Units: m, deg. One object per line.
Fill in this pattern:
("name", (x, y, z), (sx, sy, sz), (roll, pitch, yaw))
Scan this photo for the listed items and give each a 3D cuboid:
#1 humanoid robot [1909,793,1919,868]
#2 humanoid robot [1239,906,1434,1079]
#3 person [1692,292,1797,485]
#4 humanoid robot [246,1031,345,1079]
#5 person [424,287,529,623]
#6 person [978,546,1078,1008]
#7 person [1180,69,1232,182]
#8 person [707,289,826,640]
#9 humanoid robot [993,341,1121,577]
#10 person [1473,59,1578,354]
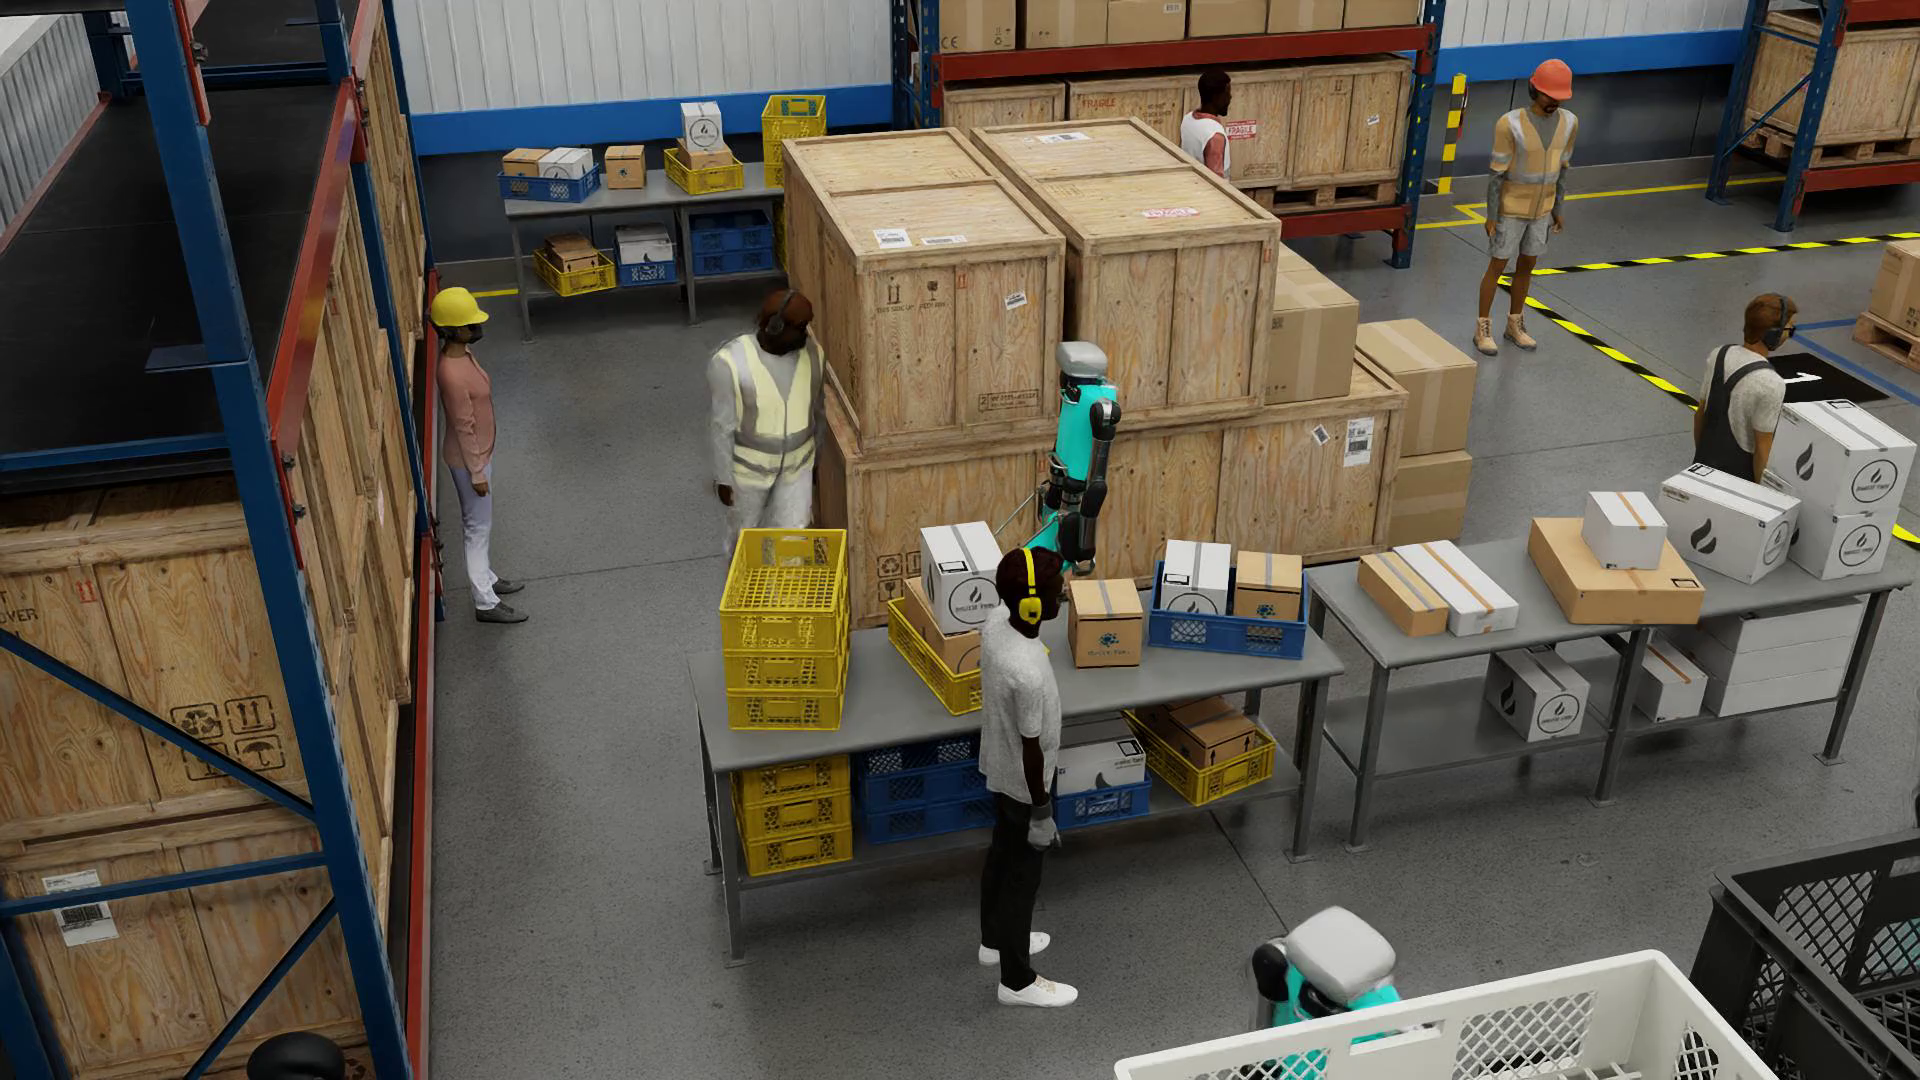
("humanoid robot", (3.494, 1.150, 5.544), (0.553, 1.806, 0.767), (-21, 35, -33))
("humanoid robot", (0.711, 1.839, 4.284), (0.925, 1.780, 0.543), (-23, 36, -35))
("person", (3.726, -0.315, 8.058), (0.346, 1.842, 0.505), (-7, 30, -13))
("humanoid robot", (-1.566, 1.883, 4.227), (0.315, 1.654, 0.599), (-7, 30, -13))
("person", (-2.422, -0.421, 8.328), (0.309, 1.768, 0.521), (-7, 30, -13))
("person", (0.238, 0.849, 5.917), (0.329, 1.872, 0.505), (-7, 30, -13))
("person", (1.685, -2.309, 11.599), (0.393, 1.919, 0.590), (-7, 30, -13))
("person", (-0.951, -0.404, 8.267), (0.642, 1.794, 0.837), (-12, 31, -21))
("humanoid robot", (0.336, -0.081, 7.609), (0.735, 1.671, 0.533), (-7, 30, -13))
("person", (3.892, -2.272, 11.412), (0.605, 2.037, 0.379), (-7, 30, -13))
